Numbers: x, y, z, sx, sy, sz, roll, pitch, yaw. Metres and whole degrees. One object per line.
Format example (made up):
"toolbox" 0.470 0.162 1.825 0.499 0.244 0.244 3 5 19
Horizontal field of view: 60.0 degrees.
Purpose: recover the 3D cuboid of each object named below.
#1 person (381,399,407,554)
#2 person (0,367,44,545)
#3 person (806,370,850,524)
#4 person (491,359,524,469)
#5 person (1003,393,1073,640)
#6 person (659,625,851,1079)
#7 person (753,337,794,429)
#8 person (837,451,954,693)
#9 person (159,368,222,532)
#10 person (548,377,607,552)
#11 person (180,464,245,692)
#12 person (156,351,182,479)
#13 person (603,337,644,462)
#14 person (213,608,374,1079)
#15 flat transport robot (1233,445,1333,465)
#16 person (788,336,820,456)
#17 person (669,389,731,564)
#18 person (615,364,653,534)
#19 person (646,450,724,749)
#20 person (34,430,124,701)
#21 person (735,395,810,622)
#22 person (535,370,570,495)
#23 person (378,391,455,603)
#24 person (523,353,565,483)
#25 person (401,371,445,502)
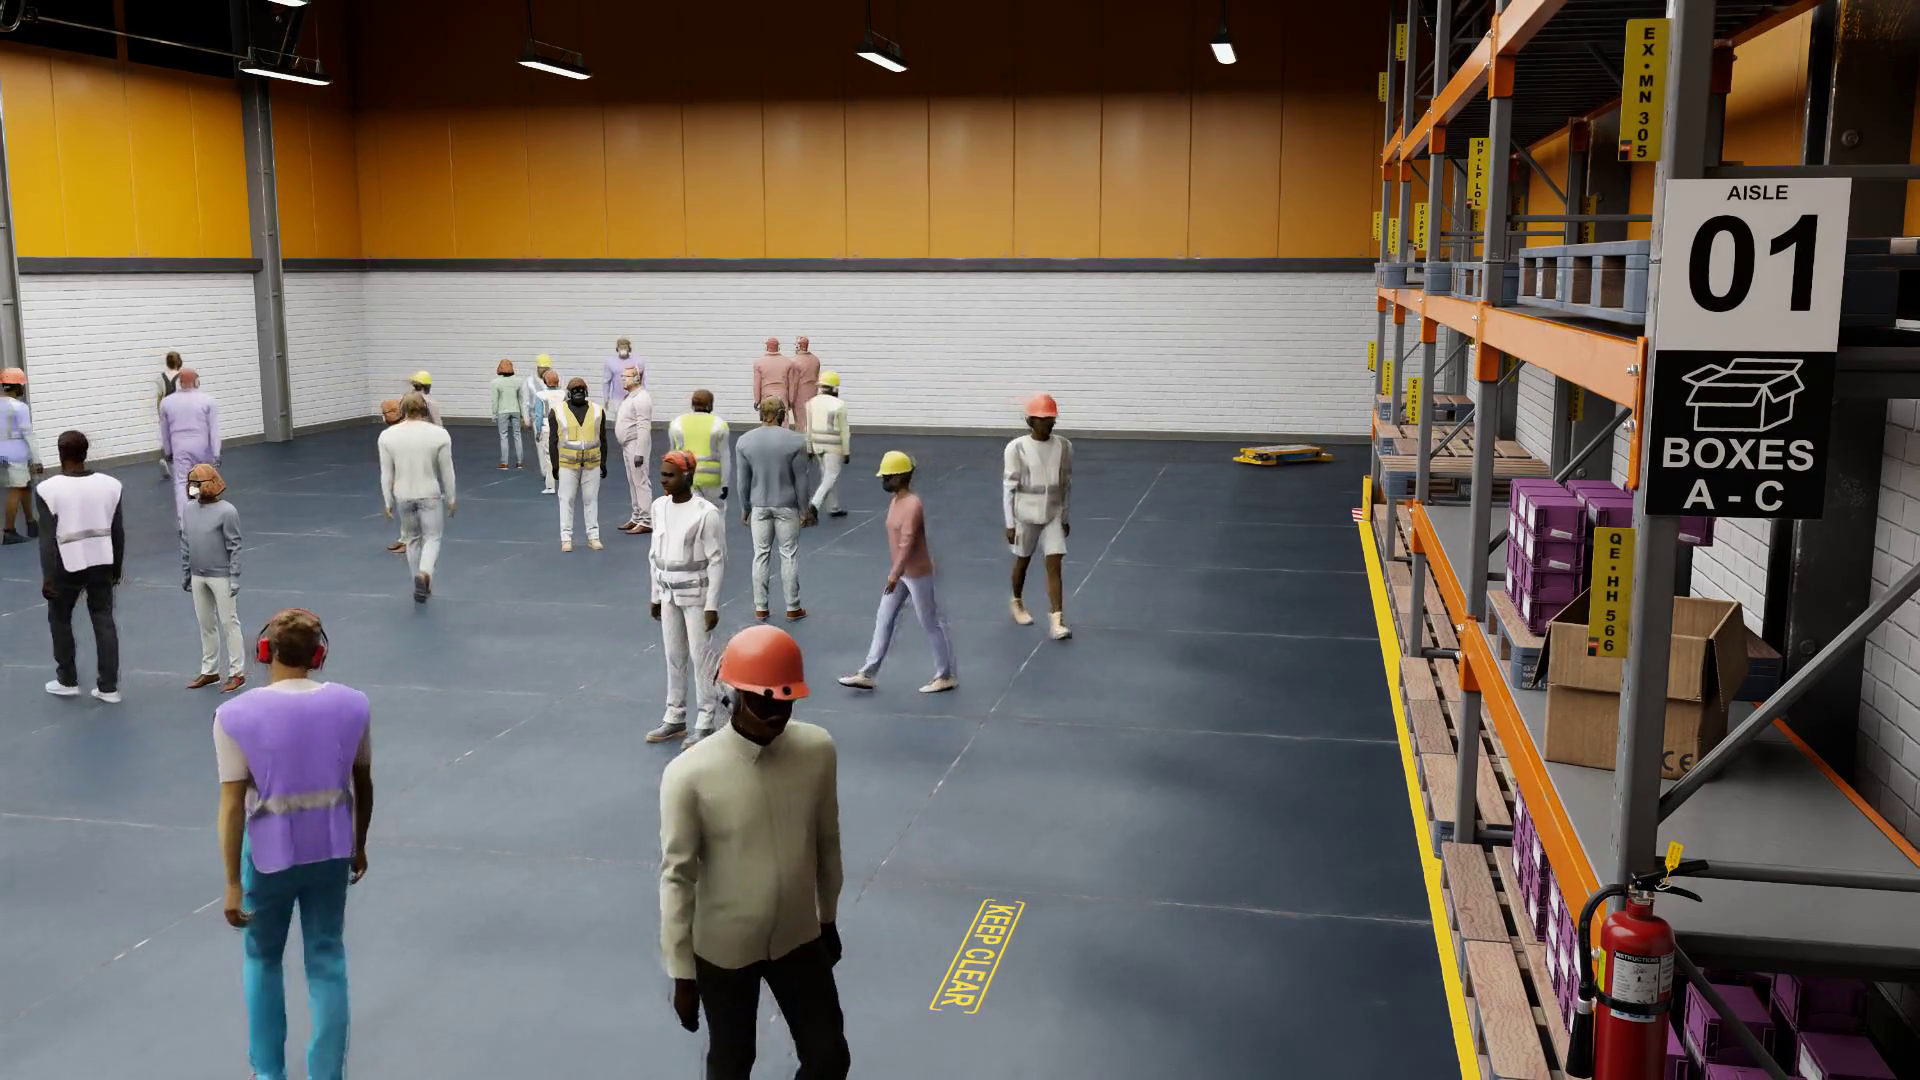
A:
"person" -5.903 -0.670 17.472 0.278 1.633 0.497 -4 10 -25
"person" -10.213 -0.928 18.179 0.581 1.911 0.774 5 11 28
"person" -1.581 -1.090 19.518 0.603 1.807 0.821 7 12 37
"person" -6.702 -1.862 24.659 0.501 1.633 0.279 -7 12 -36
"person" 0.645 -0.209 13.634 0.626 1.990 1.077 -3 10 -18
"person" -0.587 1.225 5.027 0.658 1.973 0.557 -7 11 -35
"person" -2.886 -2.174 25.717 0.644 1.907 0.399 -3 10 -17
"person" -0.444 0.247 11.679 0.884 1.726 0.539 -4 10 -23
"person" -8.724 -1.024 18.938 0.671 1.850 0.983 -1 10 -8
"person" -4.035 -0.802 17.641 0.625 1.845 0.429 -4 10 -25
"person" -5.326 0.266 11.832 0.507 1.633 0.277 3 10 20
"person" -11.028 -1.740 23.361 0.510 1.826 0.737 0 9 0
"person" -5.208 -2.200 25.857 0.639 1.920 0.833 0 9 -2
"person" -2.365 1.157 5.975 0.598 1.791 0.631 -8 12 -40
"flat transport robot" 4.937 -1.306 25.405 1.431 0.197 0.652 -5 11 -30
"person" -2.480 -2.243 26.116 0.409 1.913 0.642 6 11 33
"person" -2.541 -0.593 16.501 0.622 1.806 0.827 0 9 3
"person" -3.684 -1.026 18.784 0.407 1.913 0.641 -4 10 -24
"person" -1.730 0.372 10.448 0.575 1.882 0.361 7 12 36
"person" -6.177 0.175 11.617 0.778 1.886 0.619 7 12 37
"person" -1.578 -0.263 14.124 0.627 1.934 0.370 1 9 7
"person" -5.364 -1.418 21.960 0.518 1.639 0.312 -8 12 -39
"person" -4.830 -0.367 14.806 0.640 1.918 0.779 -1 10 -8
"person" -5.812 -1.721 23.303 0.599 1.808 0.823 -5 11 -27
"person" -6.563 -1.201 20.422 0.544 1.715 0.907 4 10 24
